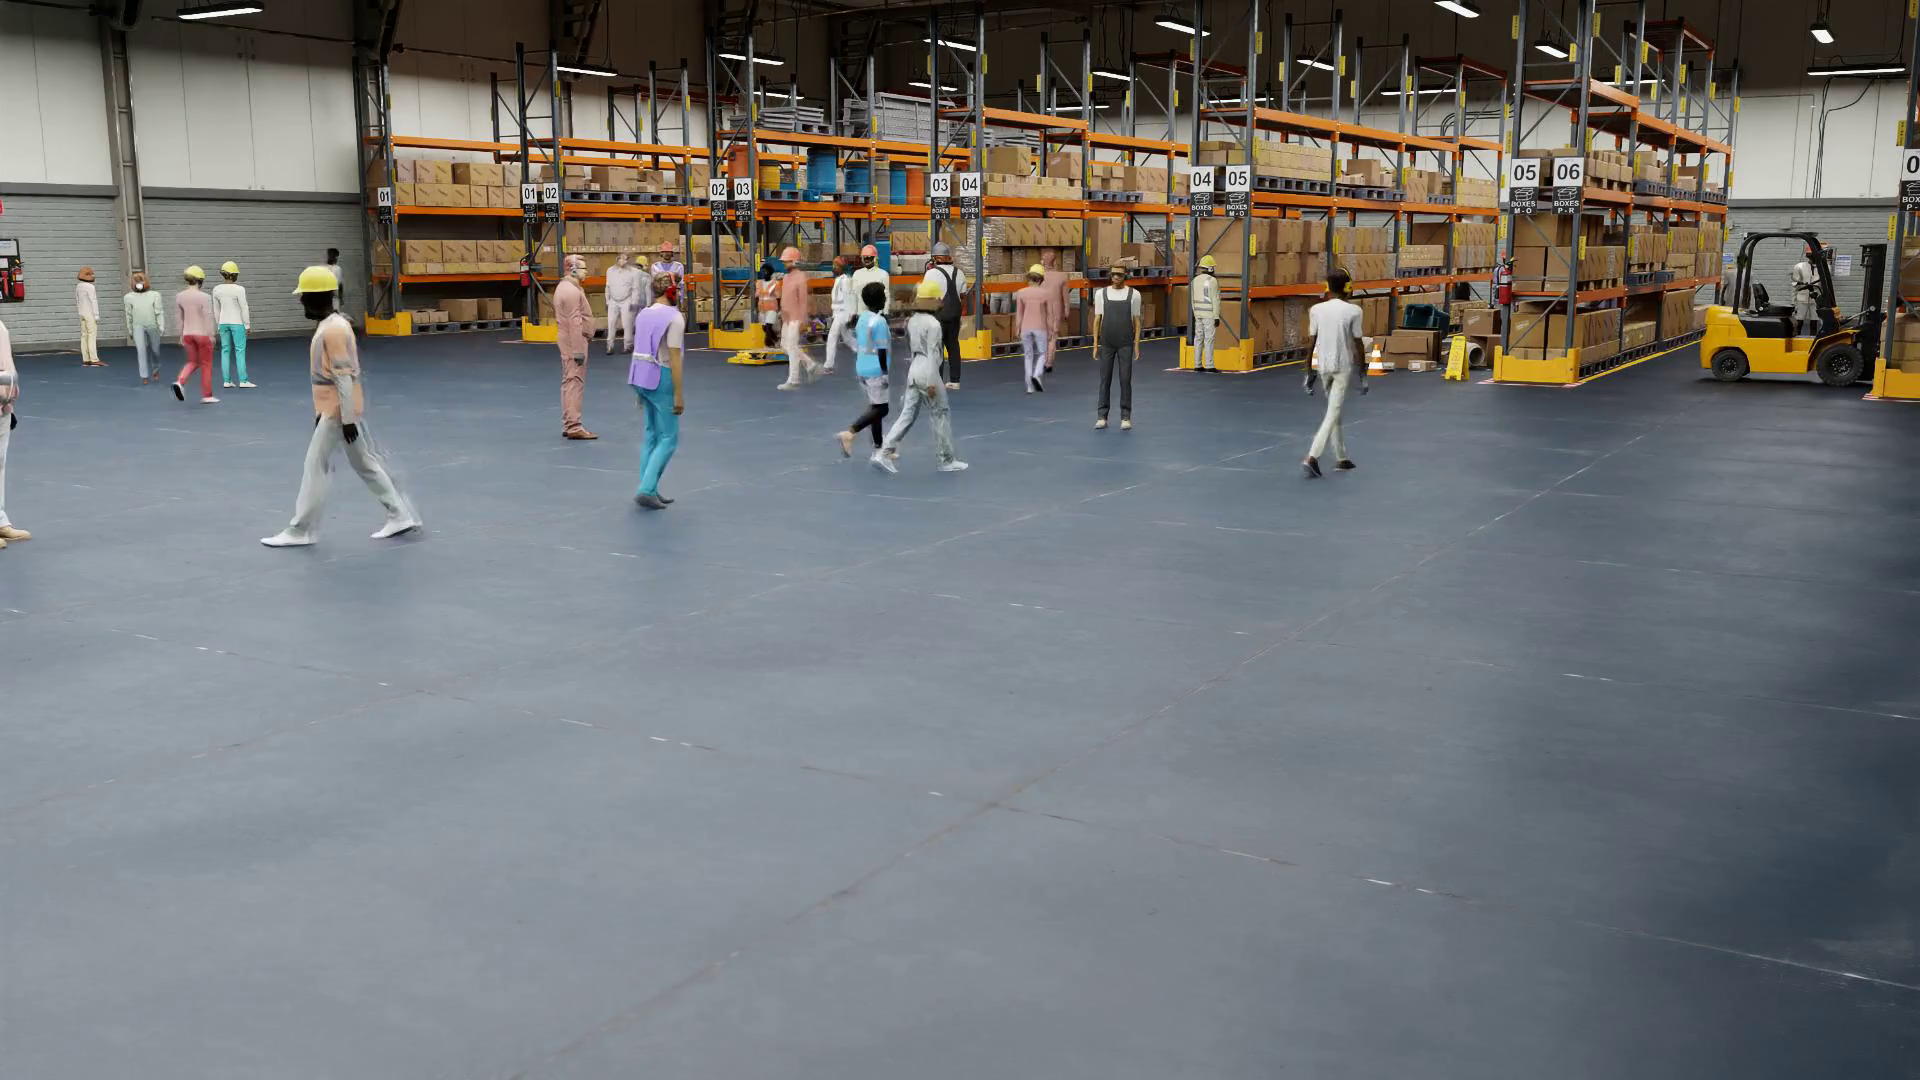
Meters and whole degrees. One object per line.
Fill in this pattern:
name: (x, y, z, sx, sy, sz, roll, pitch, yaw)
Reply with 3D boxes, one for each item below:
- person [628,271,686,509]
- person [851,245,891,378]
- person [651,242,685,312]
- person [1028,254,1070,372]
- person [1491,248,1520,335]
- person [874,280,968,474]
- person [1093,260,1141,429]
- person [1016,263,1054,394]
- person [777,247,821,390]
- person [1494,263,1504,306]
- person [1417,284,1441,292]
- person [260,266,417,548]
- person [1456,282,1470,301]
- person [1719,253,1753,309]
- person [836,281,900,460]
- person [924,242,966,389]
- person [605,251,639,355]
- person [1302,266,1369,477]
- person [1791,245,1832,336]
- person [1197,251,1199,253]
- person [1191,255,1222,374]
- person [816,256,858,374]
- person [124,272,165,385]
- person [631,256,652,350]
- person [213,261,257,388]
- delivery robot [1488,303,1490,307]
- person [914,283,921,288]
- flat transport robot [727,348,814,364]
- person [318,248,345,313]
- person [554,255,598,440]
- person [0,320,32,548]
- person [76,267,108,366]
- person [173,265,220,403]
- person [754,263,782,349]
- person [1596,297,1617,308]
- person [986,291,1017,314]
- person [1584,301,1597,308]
person: (-2.338, -1.136, 12.739, 0.528, 1.828, 0.573, -8, 13, -39)
person: (-1.326, -3.412, 24.939, 0.667, 1.994, 0.460, 4, 11, 22)
person: (-5.353, -4.425, 30.469, 0.615, 2.043, 0.373, -1, 10, -3)
person: (1.407, -3.611, 26.442, 0.657, 1.856, 1.024, 2, 10, 8)
person: (9.996, -4.373, 30.469, 0.542, 1.939, 0.361, 6, 12, 32)
person: (-0.353, -1.430, 14.612, 0.866, 1.706, 0.489, -7, 12, -33)
person: (1.708, -2.123, 18.135, 0.517, 1.842, 0.327, 2, 10, 9)
person: (0.995, -2.819, 22.298, 0.534, 1.756, 0.475, 3, 11, 17)
person: (-2.256, -3.073, 23.079, 0.617, 1.979, 0.633, -6, 12, -29)
person: (13.389, -6.080, 40.927, 0.554, 1.611, 0.573, 1, 10, 5)
person: (11.782, -6.227, 41.742, 0.565, 1.614, 0.612, 5, 11, 25)
person: (-4.195, -0.898, 11.202, 0.998, 1.879, 0.611, -4, 11, -20)
person: (12.414, -6.201, 40.945, 0.950, 1.868, 0.620, 2, 10, 11)
person: (14.291, -4.365, 30.668, 0.540, 1.849, 0.398, 4, 11, 22)
person: (-0.847, -1.542, 15.338, 0.620, 1.685, 0.539, -4, 11, -24)
person: (-0.275, -3.092, 23.009, 0.688, 2.000, 0.536, -8, 13, -39)
person: (-6.162, -4.310, 30.287, 0.670, 1.876, 0.635, 2, 10, 9)
person: (3.279, -1.471, 14.561, 0.529, 1.837, 0.971, 9, 14, 42)
person: (14.968, -4.215, 29.292, 0.609, 2.044, 0.393, 6, 12, 29)
person: (4.184, -4.096, 29.033, 0.574, 1.891, 0.949, 6, 12, 30)
person: (3.847, -3.500, 25.866, 0.404, 1.837, 0.590, -6, 12, -30)
person: (-1.767, -3.492, 25.841, 0.948, 1.836, 0.592, -1, 10, -8)
person: (-11.811, -3.075, 24.115, 0.498, 1.607, 0.764, -5, 11, -26)
person: (-6.102, -4.508, 31.705, 0.602, 1.778, 0.943, 3, 11, 17)
person: (-10.171, -3.003, 23.280, 0.527, 1.768, 0.314, 2, 10, 12)
delivery robot: (13.084, -5.619, 41.060, 0.477, 0.478, 0.707, -3, 10, -17)
person: (-1.266, -8.444, 54.125, 0.499, 1.634, 0.279, -4, 11, -21)
flat transport robot: (-3.189, -3.118, 28.108, 0.652, 0.197, 1.431, 8, 13, 38)
person: (-13.165, -5.120, 34.703, 0.373, 1.935, 0.711, 5, 11, 26)
person: (-3.975, -1.997, 17.256, 0.403, 1.904, 0.652, -4, 11, -20)
person: (-6.523, -0.869, 11.116, 0.430, 1.844, 0.623, 0, 10, 0)
person: (-14.390, -3.688, 27.485, 0.498, 1.634, 0.284, 7, 12, 34)
person: (-9.628, -2.570, 20.916, 0.524, 1.752, 0.520, 3, 11, 16)
person: (-3.451, -4.197, 30.227, 0.534, 1.674, 0.769, 6, 12, 30)
person: (13.782, -5.202, 35.213, 0.643, 1.905, 0.399, 4, 11, 22)
person: (0.815, -4.811, 32.966, 0.632, 1.932, 0.372, 1, 10, 3)
person: (14.741, -5.845, 38.932, 1.055, 1.856, 0.613, -4, 11, -21)
